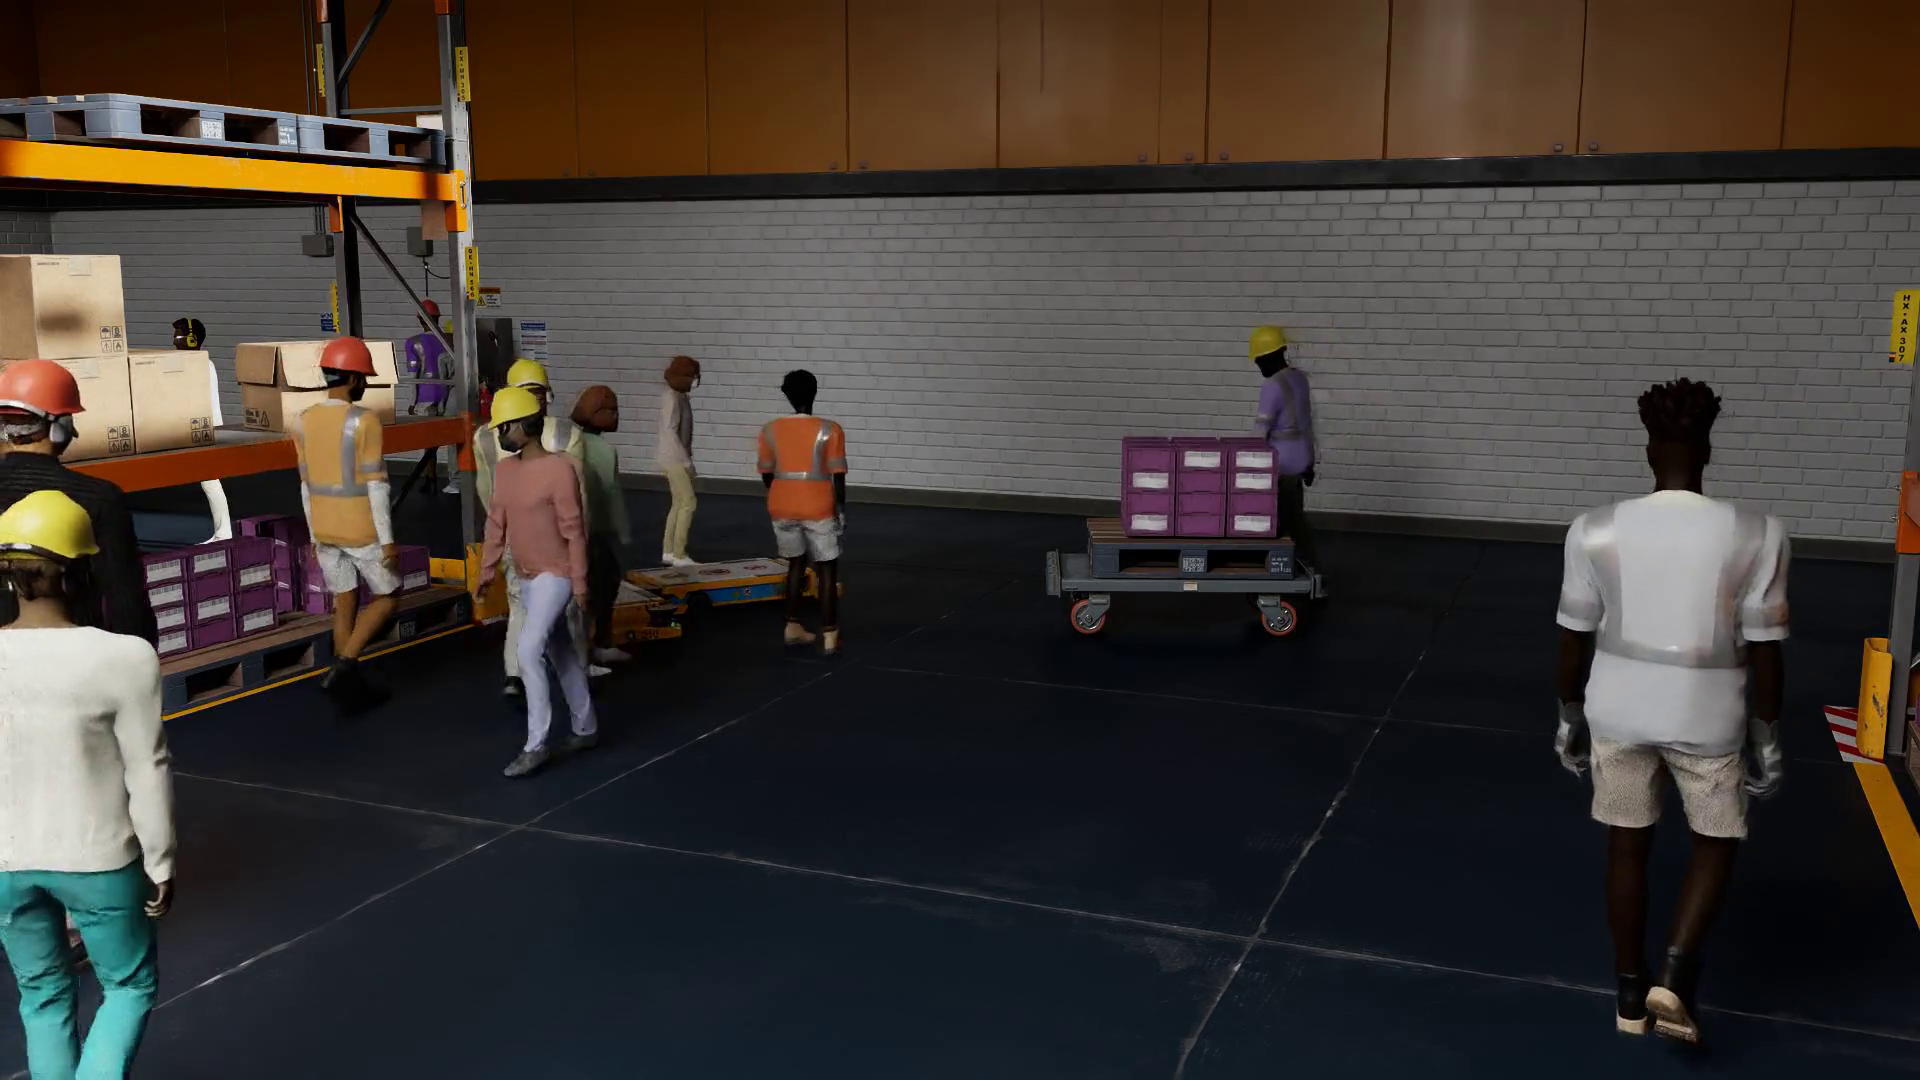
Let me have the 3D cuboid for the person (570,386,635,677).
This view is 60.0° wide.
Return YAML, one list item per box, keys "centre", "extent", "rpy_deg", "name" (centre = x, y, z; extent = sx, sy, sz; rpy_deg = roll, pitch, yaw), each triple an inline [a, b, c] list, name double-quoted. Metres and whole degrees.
- centre: [-1.970, -0.046, 9.208]
  extent: [0.581, 1.612, 0.517]
  rpy_deg: [-7, 11, -35]
  name: "person"

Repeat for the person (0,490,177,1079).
- centre: [-2.128, 0.764, 3.906]
  extent: [0.526, 1.750, 0.520]
  rpy_deg: [-1, 9, -8]
  name: "person"

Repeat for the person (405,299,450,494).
- centre: [-5.247, -1.422, 16.585]
  extent: [0.545, 1.933, 0.376]
  rpy_deg: [-7, 12, -36]
  name: "person"

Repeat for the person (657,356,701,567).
- centre: [-2.103, -0.568, 12.412]
  extent: [0.405, 1.594, 0.539]
  rpy_deg: [0, 9, 0]
  name: "person"

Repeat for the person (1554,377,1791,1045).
- centre: [2.028, 0.512, 4.782]
  extent: [0.638, 1.953, 0.509]
  rpy_deg: [5, 11, 29]
  name: "person"

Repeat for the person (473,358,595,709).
- centre: [-2.169, -0.022, 8.485]
  extent: [0.605, 1.803, 0.573]
  rpy_deg: [0, 9, 3]
  name: "person"

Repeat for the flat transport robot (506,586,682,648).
- centre: [-2.319, 0.424, 10.424]
  extent: [0.652, 0.197, 1.431]
  rpy_deg: [-6, 11, -31]
  name: "flat transport robot"

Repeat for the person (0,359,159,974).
- centre: [-2.921, 0.402, 5.404]
  extent: [0.649, 1.966, 0.676]
  rpy_deg: [0, 9, -1]
  name: "person"

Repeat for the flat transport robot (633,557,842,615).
- centre: [-1.576, 0.299, 11.181]
  extent: [1.431, 0.197, 0.652]
  rpy_deg: [-6, 11, -31]
  name: "flat transport robot"

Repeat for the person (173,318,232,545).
- centre: [-5.989, -0.820, 13.159]
  extent: [0.331, 1.864, 0.509]
  rpy_deg: [-4, 10, -22]
  name: "person"

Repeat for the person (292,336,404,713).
- centre: [-3.071, -0.054, 8.331]
  extent: [0.568, 1.919, 0.461]
  rpy_deg: [4, 10, 25]
  name: "person"

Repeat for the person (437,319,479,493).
- centre: [-5.041, -1.338, 16.671]
  extent: [0.318, 1.738, 0.486]
  rpy_deg: [7, 12, 36]
  name: "person"

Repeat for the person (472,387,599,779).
- centre: [-1.939, 0.183, 7.485]
  extent: [0.535, 1.724, 0.753]
  rpy_deg: [8, 13, 41]
  name: "person"

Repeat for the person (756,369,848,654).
- centre: [-0.919, -0.168, 9.818]
  extent: [0.568, 1.669, 0.407]
  rpy_deg: [2, 10, 15]
  name: "person"

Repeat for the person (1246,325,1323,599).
- centre: [2.143, -0.517, 11.313]
  extent: [0.770, 1.863, 0.625]
  rpy_deg: [5, 11, 28]
  name: "person"
